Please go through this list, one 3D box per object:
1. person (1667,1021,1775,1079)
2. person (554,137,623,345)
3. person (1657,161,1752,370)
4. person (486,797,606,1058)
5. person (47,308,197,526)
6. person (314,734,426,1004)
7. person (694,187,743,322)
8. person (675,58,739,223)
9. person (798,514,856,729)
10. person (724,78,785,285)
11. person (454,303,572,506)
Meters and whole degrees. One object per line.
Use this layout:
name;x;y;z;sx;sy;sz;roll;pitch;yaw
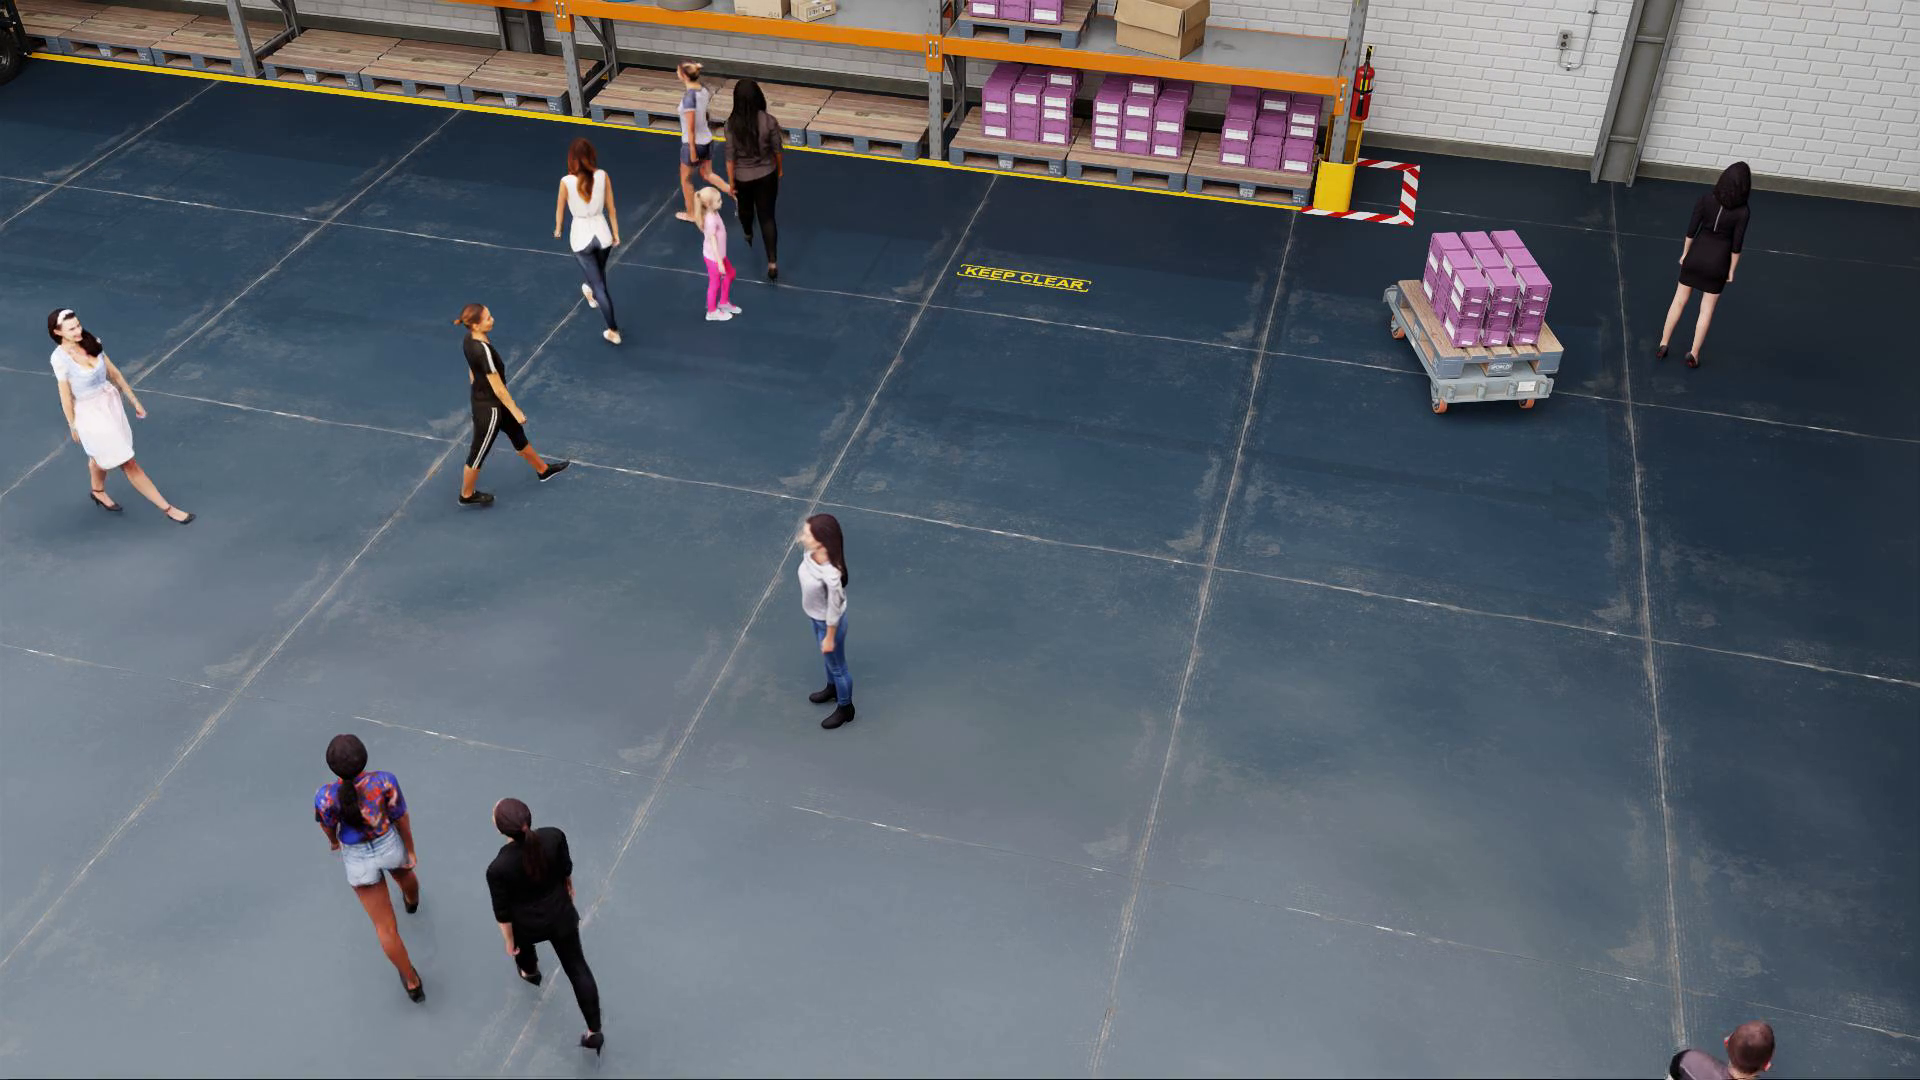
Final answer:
person;3.207;2.735;7.305;0.948;1.833;0.884;-17;42;-20
person;-3.025;-2.433;13.852;1.069;1.739;1.161;-23;44;-26
person;6.071;-2.225;13.539;0.576;1.805;0.719;29;47;31
person;-2.078;1.977;8.426;1.019;1.619;1.154;-26;46;-29
person;-6.212;-0.858;11.861;1.184;1.764;0.644;11;40;13
person;-3.029;1.737;8.668;1.095;1.692;1.113;-17;42;-20
person;-2.159;-2.445;14.249;0.622;1.263;0.586;-2;39;-3
person;-2.384;-3.697;15.544;0.919;1.603;0.594;11;40;14
person;-0.810;0.480;10.290;0.693;1.633;0.676;-12;40;-15
person;-1.785;-3.114;14.669;1.187;1.784;0.989;-4;39;-5
person;-3.494;-0.936;12.068;1.156;1.626;1.012;-14;41;-17
